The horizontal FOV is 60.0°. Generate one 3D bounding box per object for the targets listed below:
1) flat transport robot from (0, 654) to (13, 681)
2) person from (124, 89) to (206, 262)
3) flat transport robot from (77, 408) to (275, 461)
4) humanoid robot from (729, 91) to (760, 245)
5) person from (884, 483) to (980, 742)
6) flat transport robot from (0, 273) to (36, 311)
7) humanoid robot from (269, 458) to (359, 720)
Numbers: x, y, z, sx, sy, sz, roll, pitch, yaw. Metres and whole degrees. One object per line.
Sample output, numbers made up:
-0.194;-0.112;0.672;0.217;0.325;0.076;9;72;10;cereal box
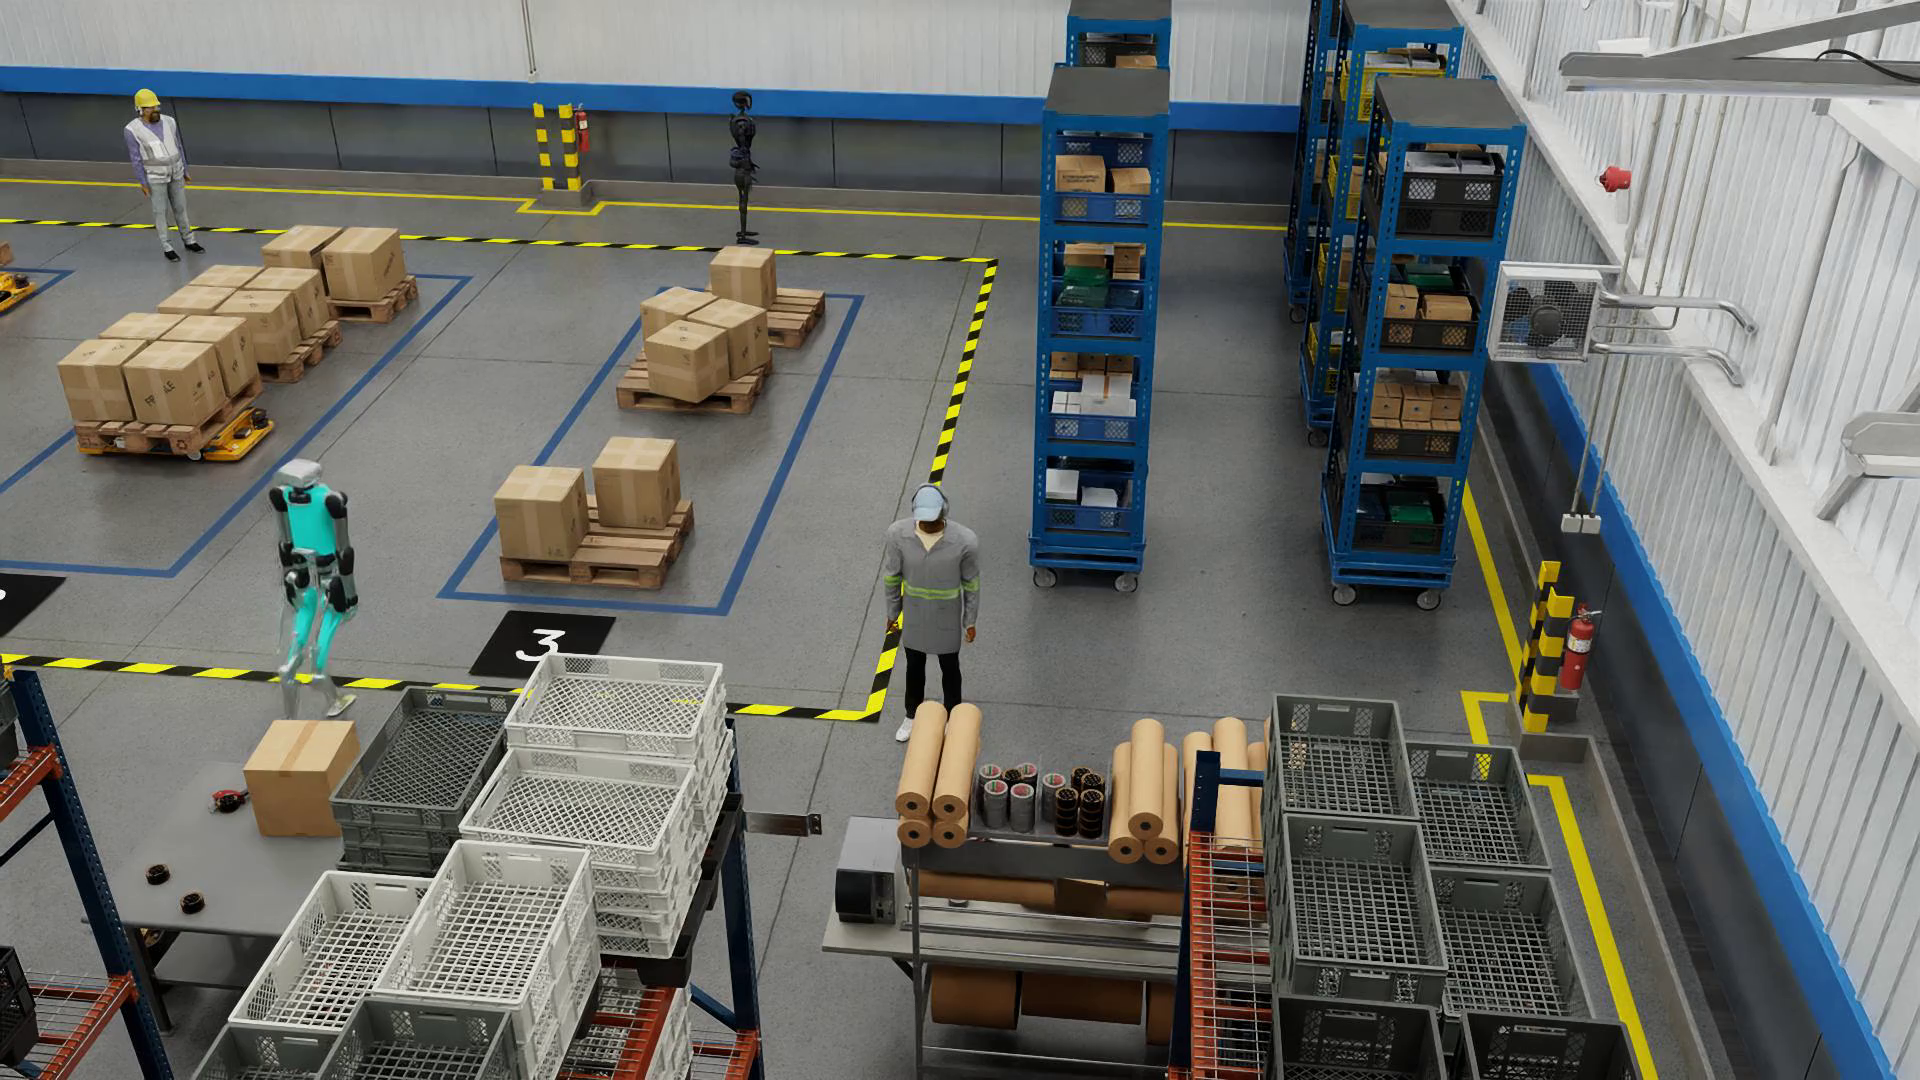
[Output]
-7.142;0.969;11.010;1.431;0.231;0.659;3;30;6;flat transport robot
-8.543;-3.921;17.850;0.404;1.837;0.589;19;35;29;person
-6.728;-0.944;14.268;1.431;0.197;0.652;3;30;6;flat transport robot
-2.373;-4.120;18.337;0.315;1.656;0.599;-2;30;-3;humanoid robot
-0.183;0.470;10.291;0.599;1.850;0.390;6;31;10;person
-10.365;-2.568;17.057;1.431;0.197;0.652;3;30;6;flat transport robot
-4.158;0.479;10.478;0.554;1.846;0.893;9;31;15;humanoid robot
